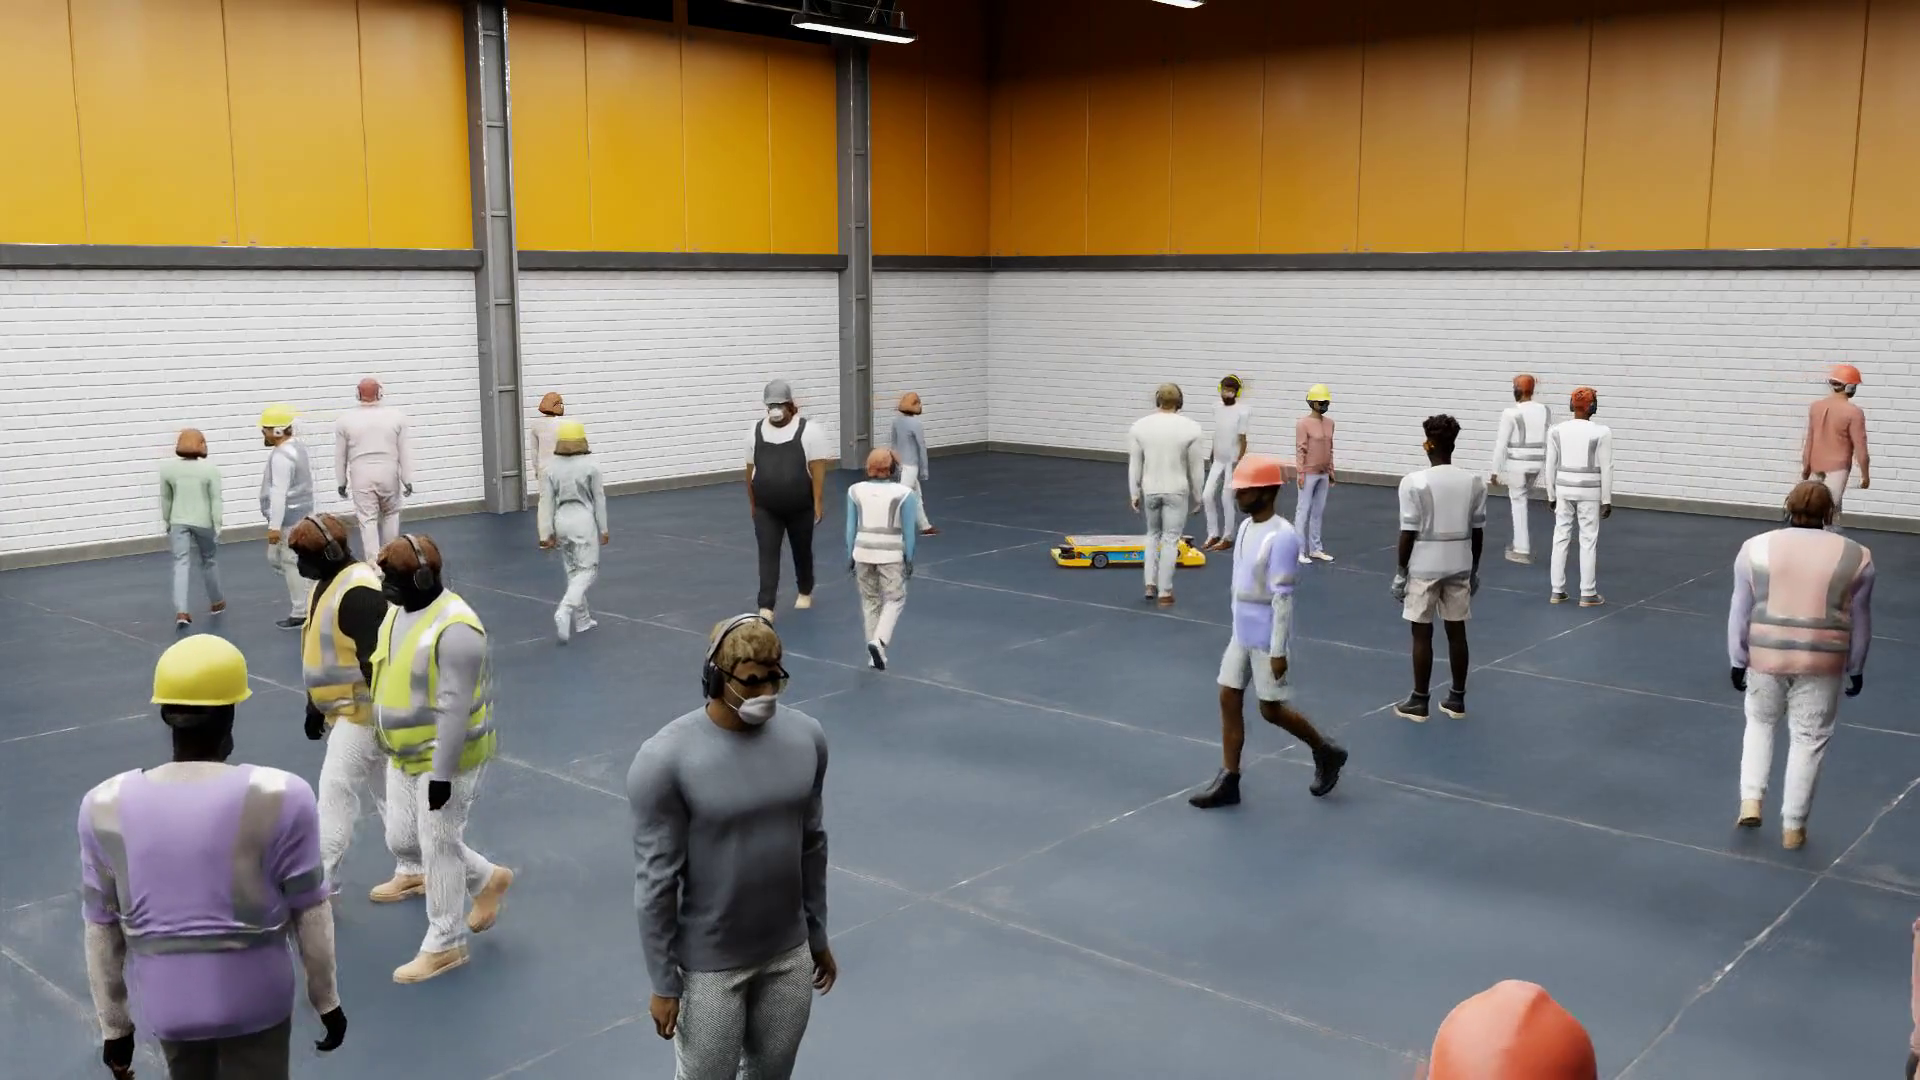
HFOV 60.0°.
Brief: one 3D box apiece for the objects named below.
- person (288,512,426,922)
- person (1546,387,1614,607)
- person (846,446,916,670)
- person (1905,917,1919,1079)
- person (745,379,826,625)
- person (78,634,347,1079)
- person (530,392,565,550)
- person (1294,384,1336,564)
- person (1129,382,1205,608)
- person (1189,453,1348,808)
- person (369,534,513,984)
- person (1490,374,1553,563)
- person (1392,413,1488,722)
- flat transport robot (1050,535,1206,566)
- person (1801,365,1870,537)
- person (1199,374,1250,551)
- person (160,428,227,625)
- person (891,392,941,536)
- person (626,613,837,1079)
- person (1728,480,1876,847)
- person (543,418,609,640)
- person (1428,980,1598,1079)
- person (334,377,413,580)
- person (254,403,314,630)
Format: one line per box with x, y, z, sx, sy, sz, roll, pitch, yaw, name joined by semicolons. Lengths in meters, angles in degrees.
-2.763;0.775;7.363;0.863;1.792;0.647;-5;10;-30;person
5.314;-0.370;14.279;0.574;1.882;0.356;8;12;41;person
-0.590;0.151;11.832;0.526;1.624;0.552;3;9;17;person
2.526;1.280;3.973;0.658;1.871;0.651;-3;10;-20;person
-1.448;-0.372;13.791;0.682;2.000;1.012;1;9;4;person
-1.946;1.194;4.385;0.599;1.911;0.409;0;9;0;person
-4.215;-0.717;17.236;0.507;1.632;0.268;4;10;26;person
3.516;-0.654;16.426;0.525;1.769;0.313;-7;11;-38;person
1.789;-0.389;14.276;0.626;1.919;0.597;4;10;26;person
1.658;0.483;8.847;0.823;1.912;0.551;-3;10;-18;person
-2.095;0.862;6.762;0.630;1.824;0.555;8;12;43;person
5.527;-0.719;16.528;0.601;1.859;0.662;-3;10;-21;person
3.038;0.178;10.578;0.612;1.962;0.366;-2;9;-14;person
1.644;0.098;16.380;1.431;0.197;0.652;-1;9;-5;flat transport robot
8.631;-0.715;16.198;0.905;1.955;0.638;-2;9;-14;person
2.660;-0.775;16.970;0.561;1.832;0.592;-7;12;-38;person
-6.285;-0.117;13.615;0.515;1.592;0.849;-1;9;-9;person
-0.560;-0.790;17.827;0.864;1.595;0.512;-7;11;-36;person
-0.600;1.148;4.591;0.628;1.935;0.373;-8;12;-43;person
4.171;0.613;8.283;0.623;1.829;0.438;6;11;32;person
-3.033;-0.088;13.006;0.485;1.720;0.730;3;9;15;person
0.699;1.537;2.309;0.561;1.888;1.015;5;10;30;person
-5.499;-0.581;15.579;0.673;1.881;0.785;-4;10;-24;person
-5.374;-0.179;13.270;0.417;1.818;0.592;-2;9;-15;person
